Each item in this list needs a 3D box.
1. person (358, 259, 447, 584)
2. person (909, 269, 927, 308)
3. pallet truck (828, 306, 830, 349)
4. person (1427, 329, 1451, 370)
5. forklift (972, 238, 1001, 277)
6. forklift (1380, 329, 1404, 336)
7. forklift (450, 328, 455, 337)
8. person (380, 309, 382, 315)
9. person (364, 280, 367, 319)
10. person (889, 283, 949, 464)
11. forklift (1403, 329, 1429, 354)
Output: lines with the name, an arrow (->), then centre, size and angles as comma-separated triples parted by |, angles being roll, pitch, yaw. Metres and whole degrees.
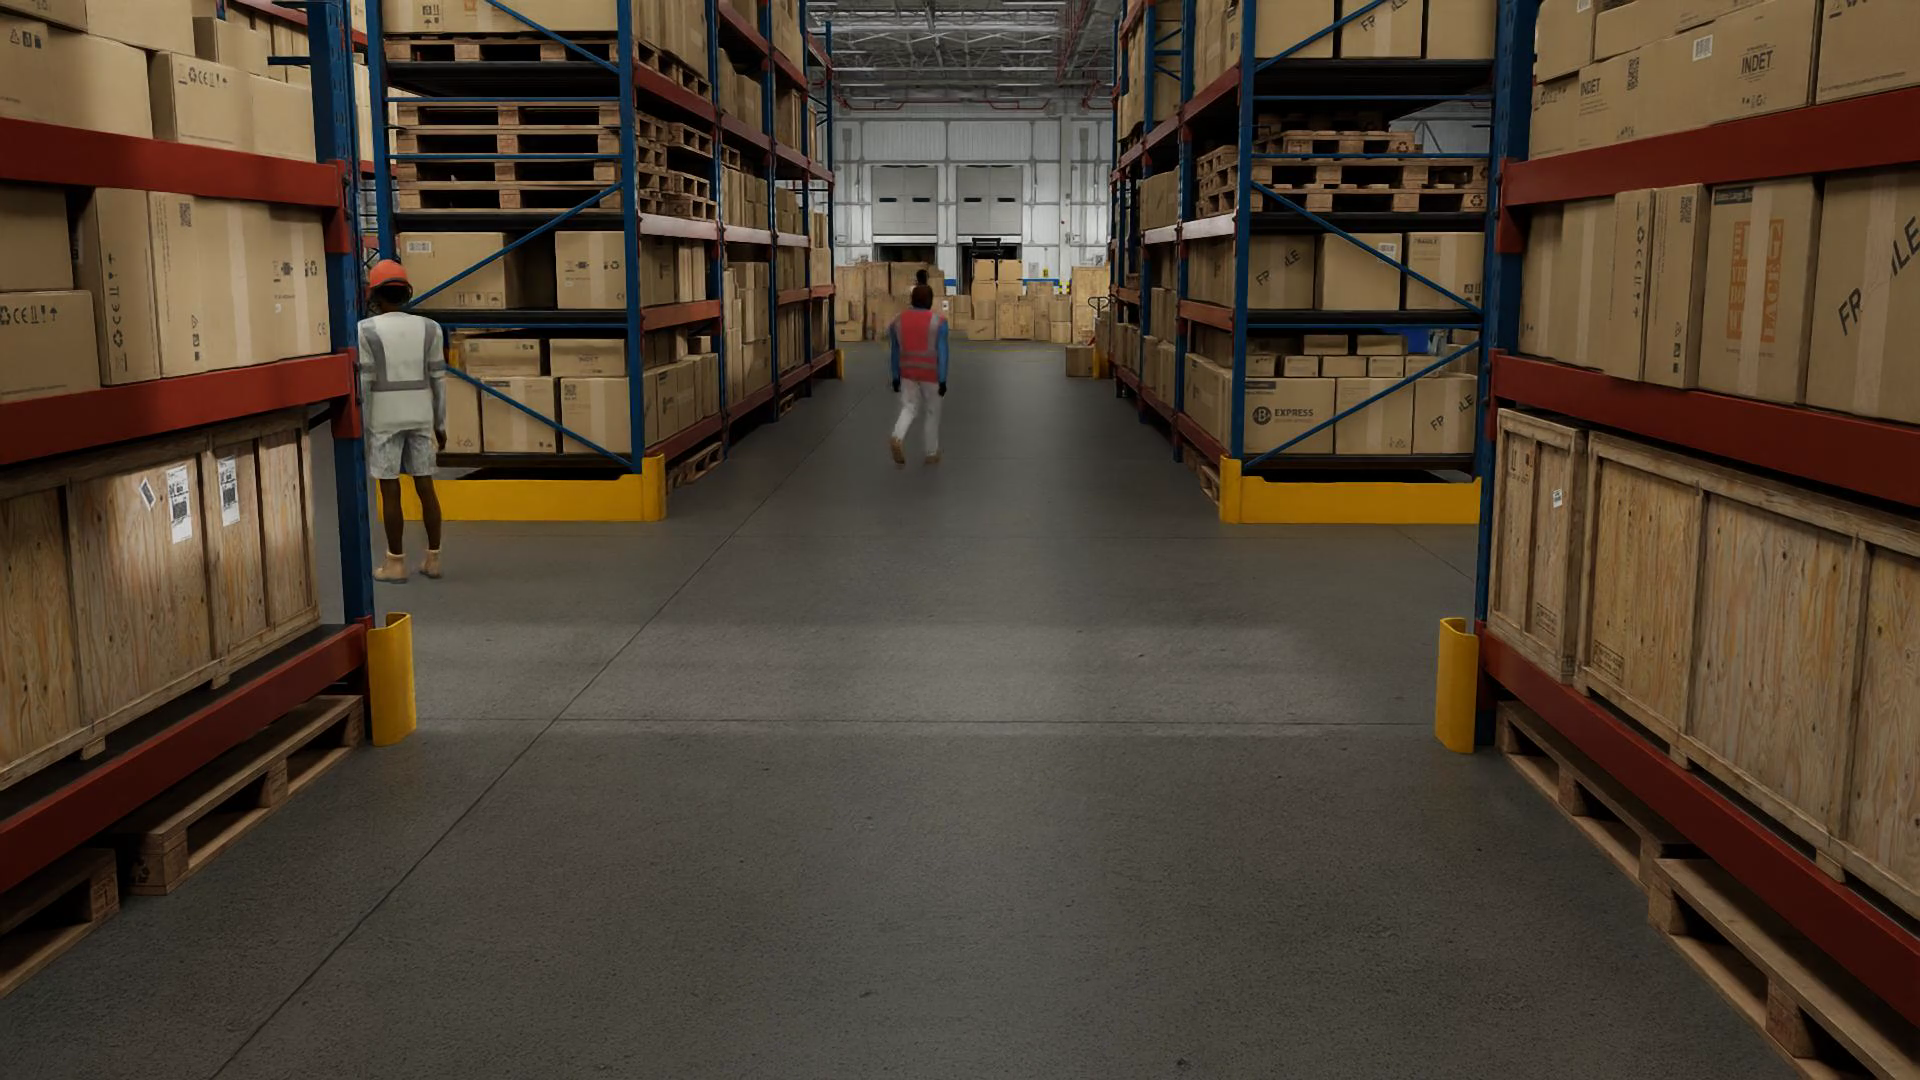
person -> -3.558, -0.744, 10.529 | 0.615, 2.038, 0.395 | -8, 13, -41
person -> -0.834, -4.425, 33.006 | 0.667, 1.901, 0.595 | -6, 11, -32
pallet truck -> -3.100, -3.940, 29.800 | 1.885, 1.965, 0.823 | 3, 10, 19
person -> 7.943, -3.392, 27.586 | 0.512, 1.642, 0.311 | -6, 11, -34
forklift -> 0.863, -8.497, 54.458 | 1.129, 2.768, 1.873 | 0, 9, 1
forklift -> 6.575, -3.955, 27.255 | 1.129, 2.768, 1.873 | 0, 9, 1
forklift -> -13.011, -6.805, 44.325 | 1.129, 2.768, 1.873 | 0, 9, 1
person -> -6.750, -2.084, 19.772 | 0.505, 1.632, 0.266 | -9, 13, -43
person -> -19.445, -7.846, 53.830 | 0.519, 1.801, 0.953 | 0, 9, -2
person -> -0.416, -1.623, 16.458 | 0.638, 1.818, 0.776 | 4, 10, 22
forklift -> 8.900, -4.753, 32.035 | 1.873, 2.768, 1.129 | -4, 10, -25
